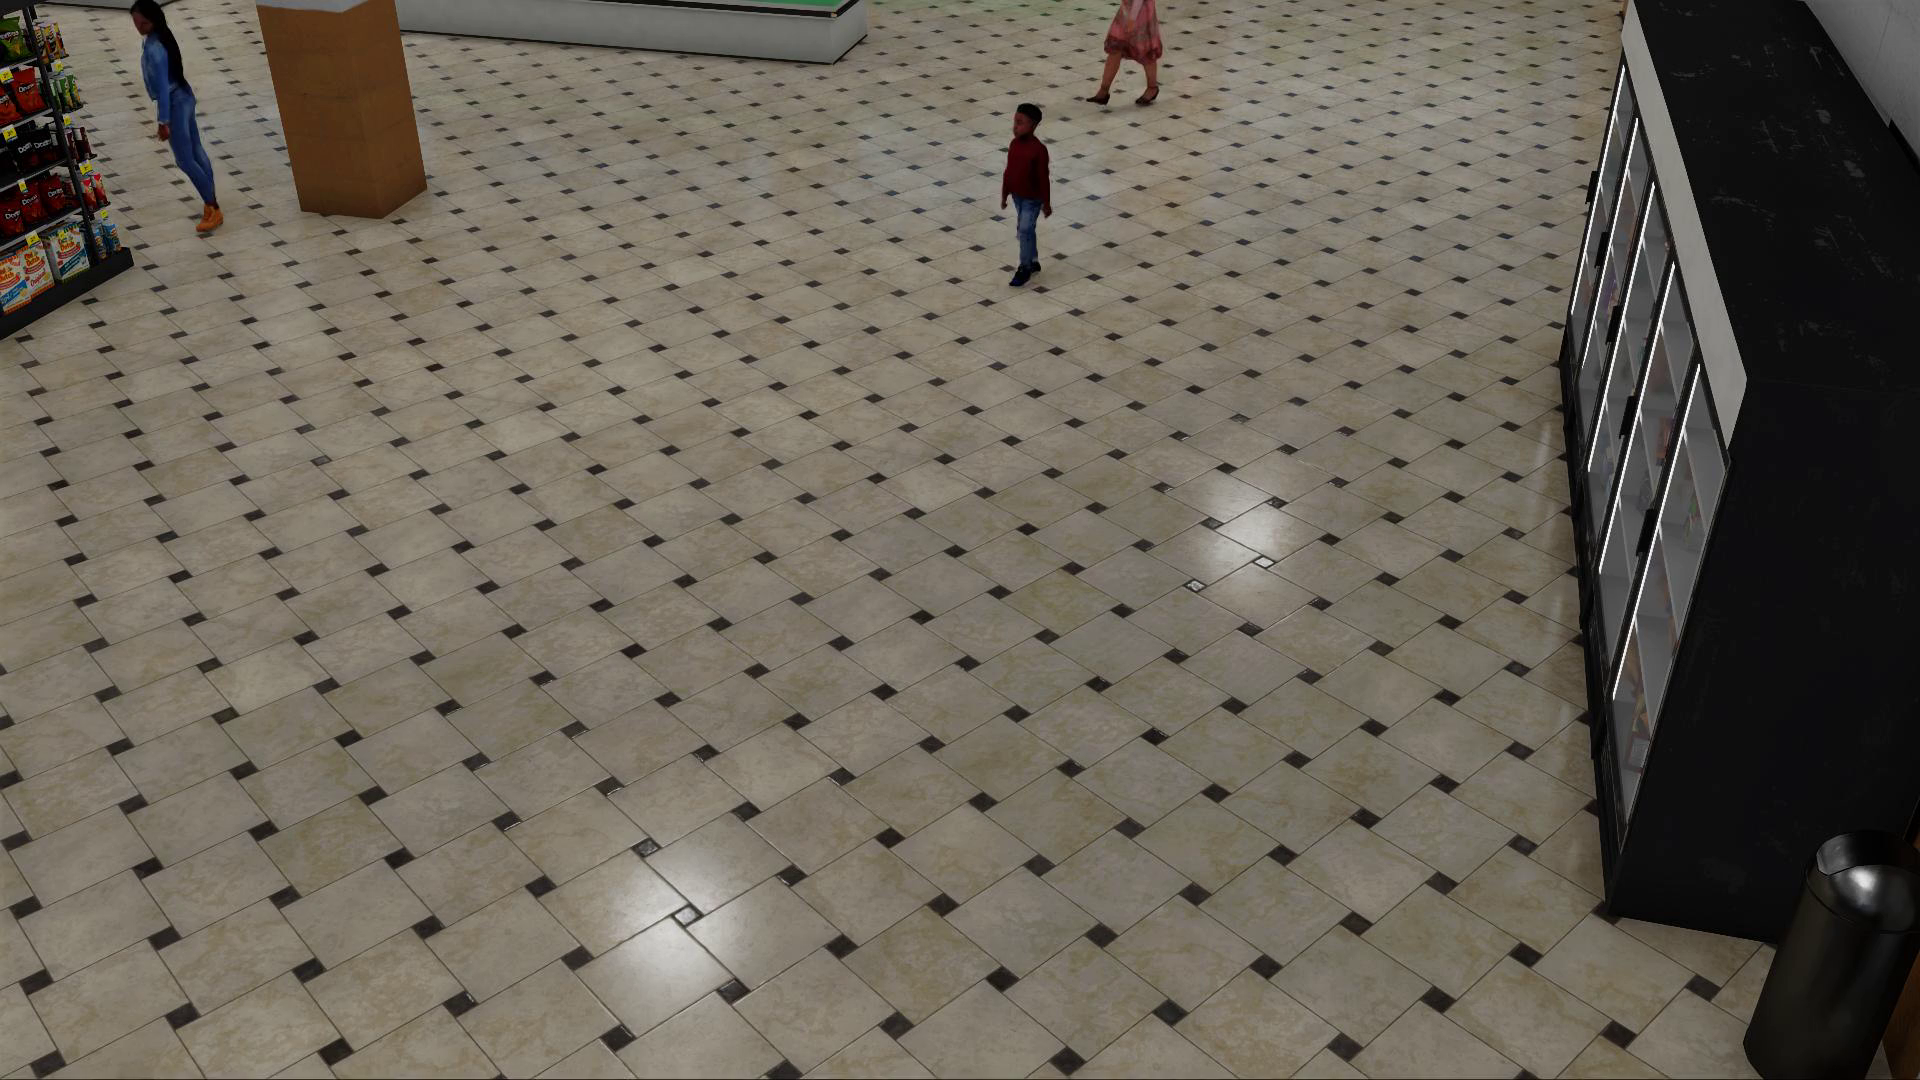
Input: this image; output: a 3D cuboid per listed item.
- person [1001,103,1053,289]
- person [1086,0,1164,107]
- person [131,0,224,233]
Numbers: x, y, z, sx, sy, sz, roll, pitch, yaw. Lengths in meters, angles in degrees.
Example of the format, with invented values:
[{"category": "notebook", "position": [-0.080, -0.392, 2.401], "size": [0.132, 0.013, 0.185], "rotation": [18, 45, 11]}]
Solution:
[{"category": "person", "position": [0.513, -2.386, 11.415], "size": [0.733, 1.245, 0.676], "rotation": [-23, 39, -32]}, {"category": "person", "position": [1.616, -4.649, 14.663], "size": [1.020, 1.656, 1.002], "rotation": [-21, 38, -30]}, {"category": "person", "position": [-5.726, -3.168, 12.252], "size": [0.763, 1.689, 0.818], "rotation": [-1, 32, -1]}]
